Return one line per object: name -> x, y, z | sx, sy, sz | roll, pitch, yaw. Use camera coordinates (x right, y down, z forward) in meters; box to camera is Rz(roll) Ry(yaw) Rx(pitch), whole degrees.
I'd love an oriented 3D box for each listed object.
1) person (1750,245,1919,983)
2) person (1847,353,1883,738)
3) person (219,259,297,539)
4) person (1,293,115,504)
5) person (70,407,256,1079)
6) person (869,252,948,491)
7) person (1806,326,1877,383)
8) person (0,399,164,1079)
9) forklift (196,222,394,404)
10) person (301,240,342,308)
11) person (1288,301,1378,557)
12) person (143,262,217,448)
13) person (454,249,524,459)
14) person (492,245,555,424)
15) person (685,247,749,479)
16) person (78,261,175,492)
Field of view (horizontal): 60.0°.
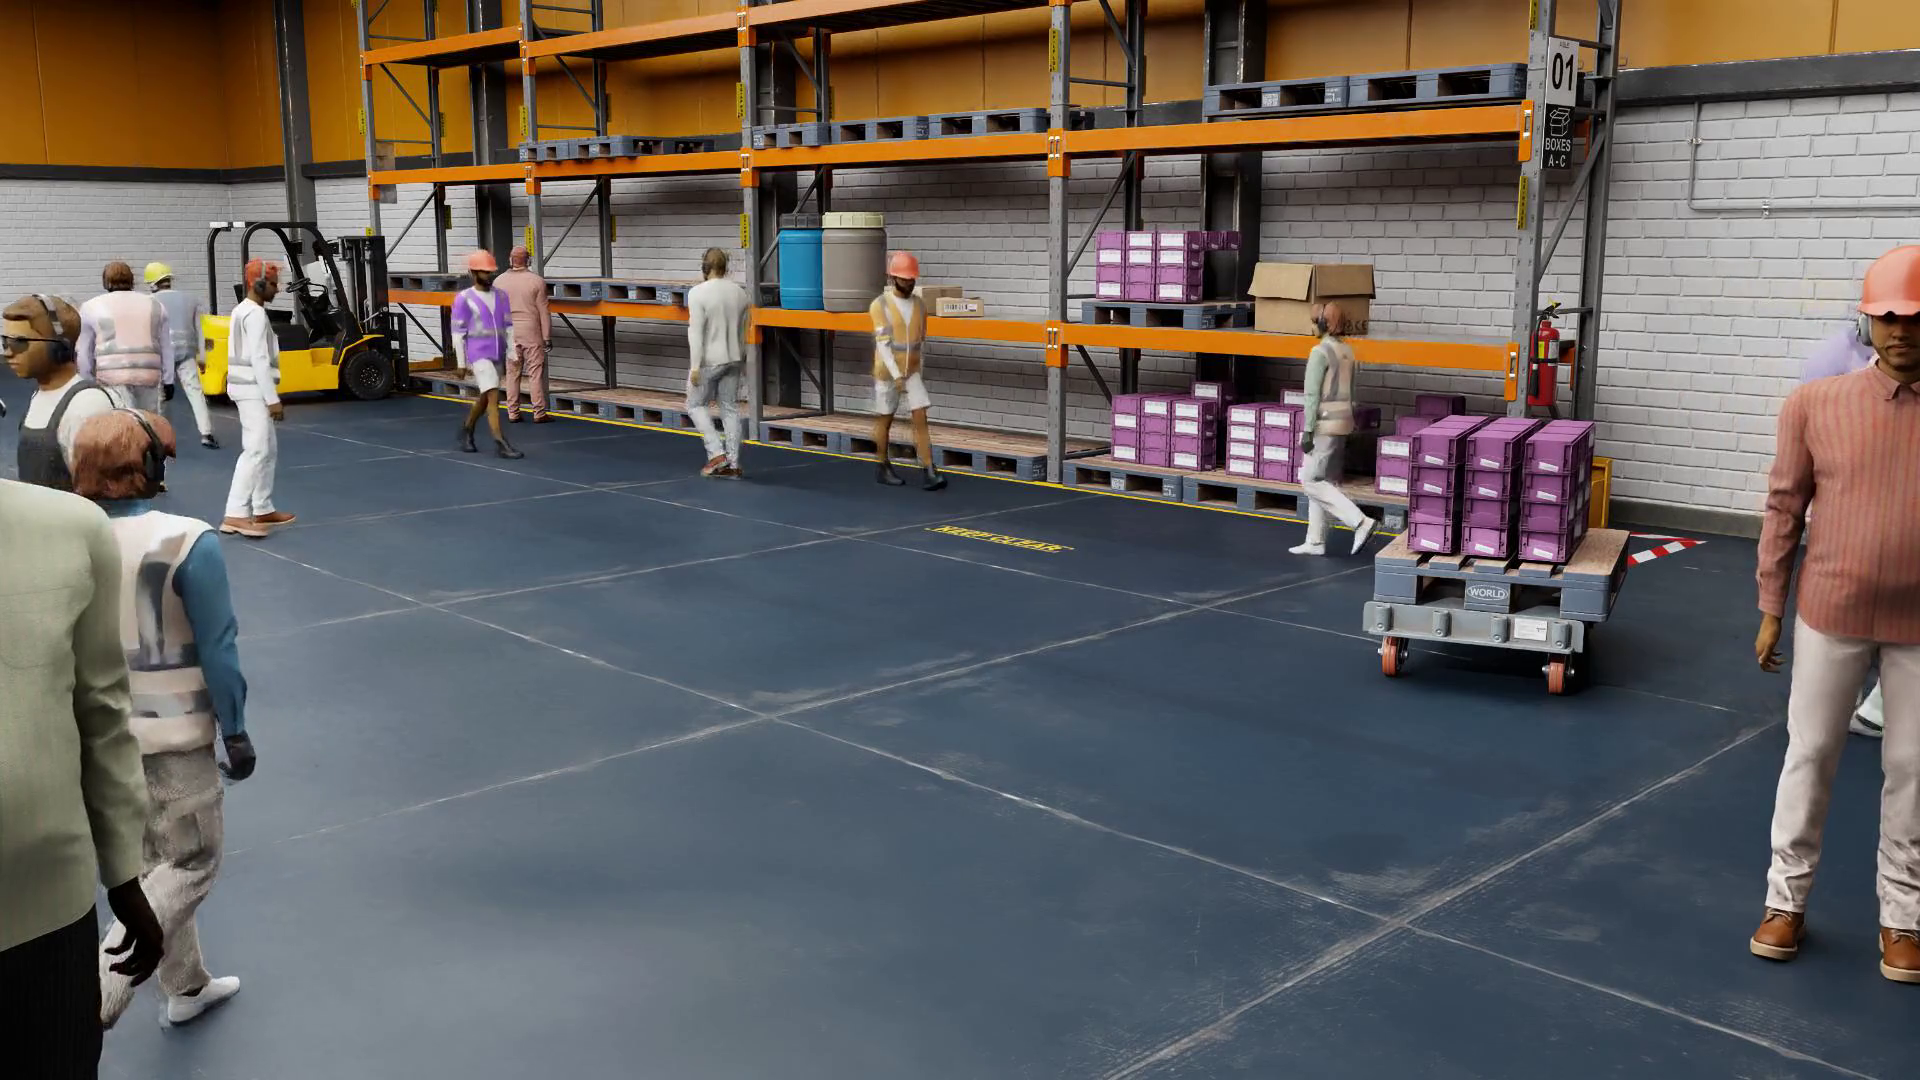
person -> 2.506, 0.208, 4.534 | 0.625, 1.992, 0.386 | 5, 12, 27
person -> 3.757, -0.123, 6.566 | 0.557, 1.905, 0.599 | 2, 11, 11
person -> -4.807, -0.955, 11.270 | 0.543, 1.859, 0.800 | -5, 12, -27
person -> -2.982, 0.099, 5.583 | 0.503, 1.828, 0.491 | 8, 13, 36
person -> -2.010, 0.491, 4.014 | 0.512, 1.613, 0.660 | 3, 11, 17
person -> -0.430, -1.319, 13.169 | 0.537, 1.877, 0.957 | -6, 12, -29
person -> 4.197, -0.271, 7.548 | 0.732, 1.851, 0.877 | 0, 10, -2
person -> -1.547, 0.569, 2.570 | 0.377, 1.995, 0.608 | 8, 13, 38
forklift -> -8.169, -2.758, 20.163 | 2.313, 2.155, 1.214 | -10, 14, -44
person -> -9.205, -3.362, 24.082 | 0.606, 1.966, 0.367 | 1, 10, 3
person -> 2.338, -0.669, 10.332 | 0.538, 1.616, 0.523 | 7, 13, 34
person -> -7.467, -1.745, 15.833 | 0.989, 1.783, 0.610 | 10, 14, 43
person -> -4.383, -1.702, 15.230 | 0.956, 1.908, 0.540 | 7, 13, 34
person -> -4.683, -2.205, 17.921 | 0.651, 1.913, 0.410 | 2, 11, 12
person -> -2.016, -1.453, 13.785 | 0.455, 1.920, 0.644 | 9, 14, 40
person -> -6.391, -1.216, 12.769 | 0.475, 1.824, 0.647 | 10, 14, 44
